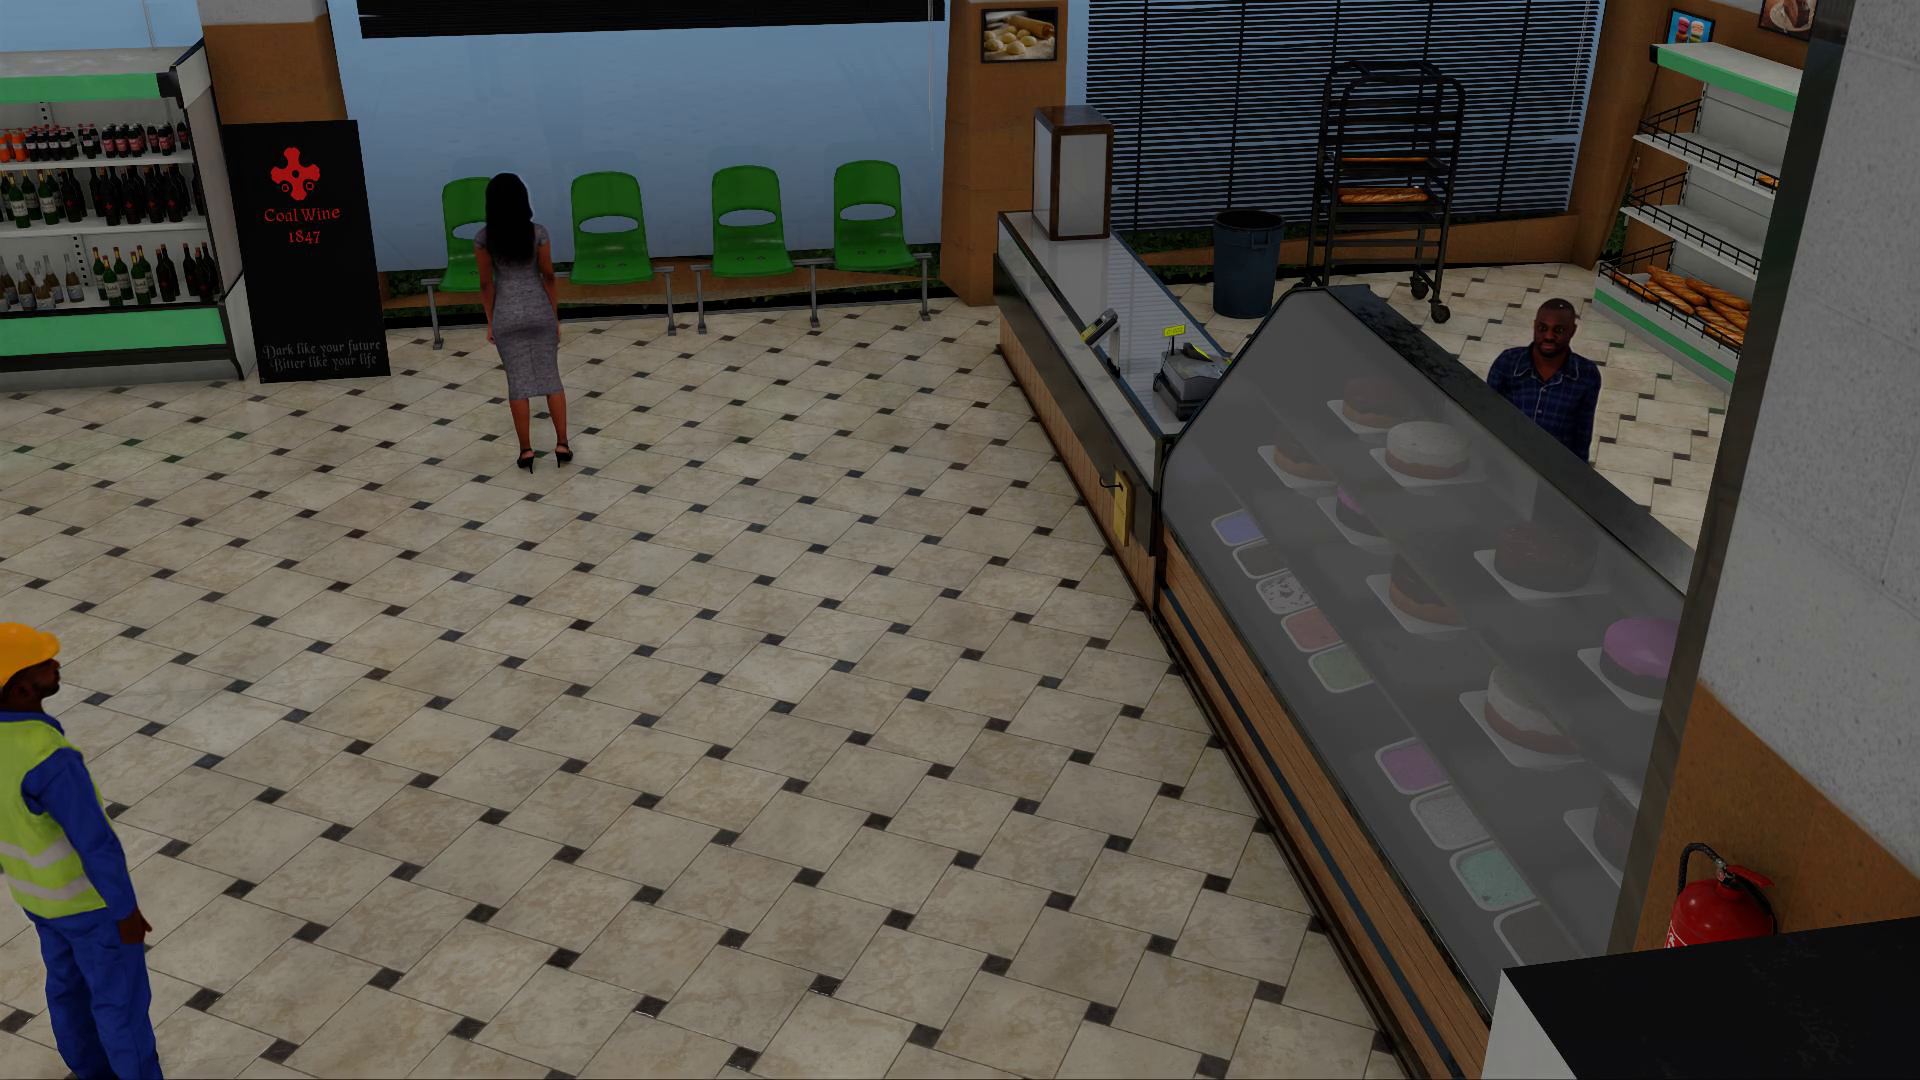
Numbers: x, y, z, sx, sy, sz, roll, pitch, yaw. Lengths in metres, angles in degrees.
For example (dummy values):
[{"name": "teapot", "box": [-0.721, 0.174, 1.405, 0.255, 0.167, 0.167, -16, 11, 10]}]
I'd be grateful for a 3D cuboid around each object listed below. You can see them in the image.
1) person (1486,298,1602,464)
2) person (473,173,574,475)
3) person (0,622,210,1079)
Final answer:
[{"name": "person", "box": [2.581, -0.233, 7.588, 0.727, 1.824, 0.832, 10, 28, 18]}, {"name": "person", "box": [-2.522, -1.243, 9.626, 0.492, 1.781, 0.659, -8, 28, -15]}, {"name": "person", "box": [-2.713, 1.048, 5.076, 0.737, 1.812, 0.806, 16, 31, 29]}]
